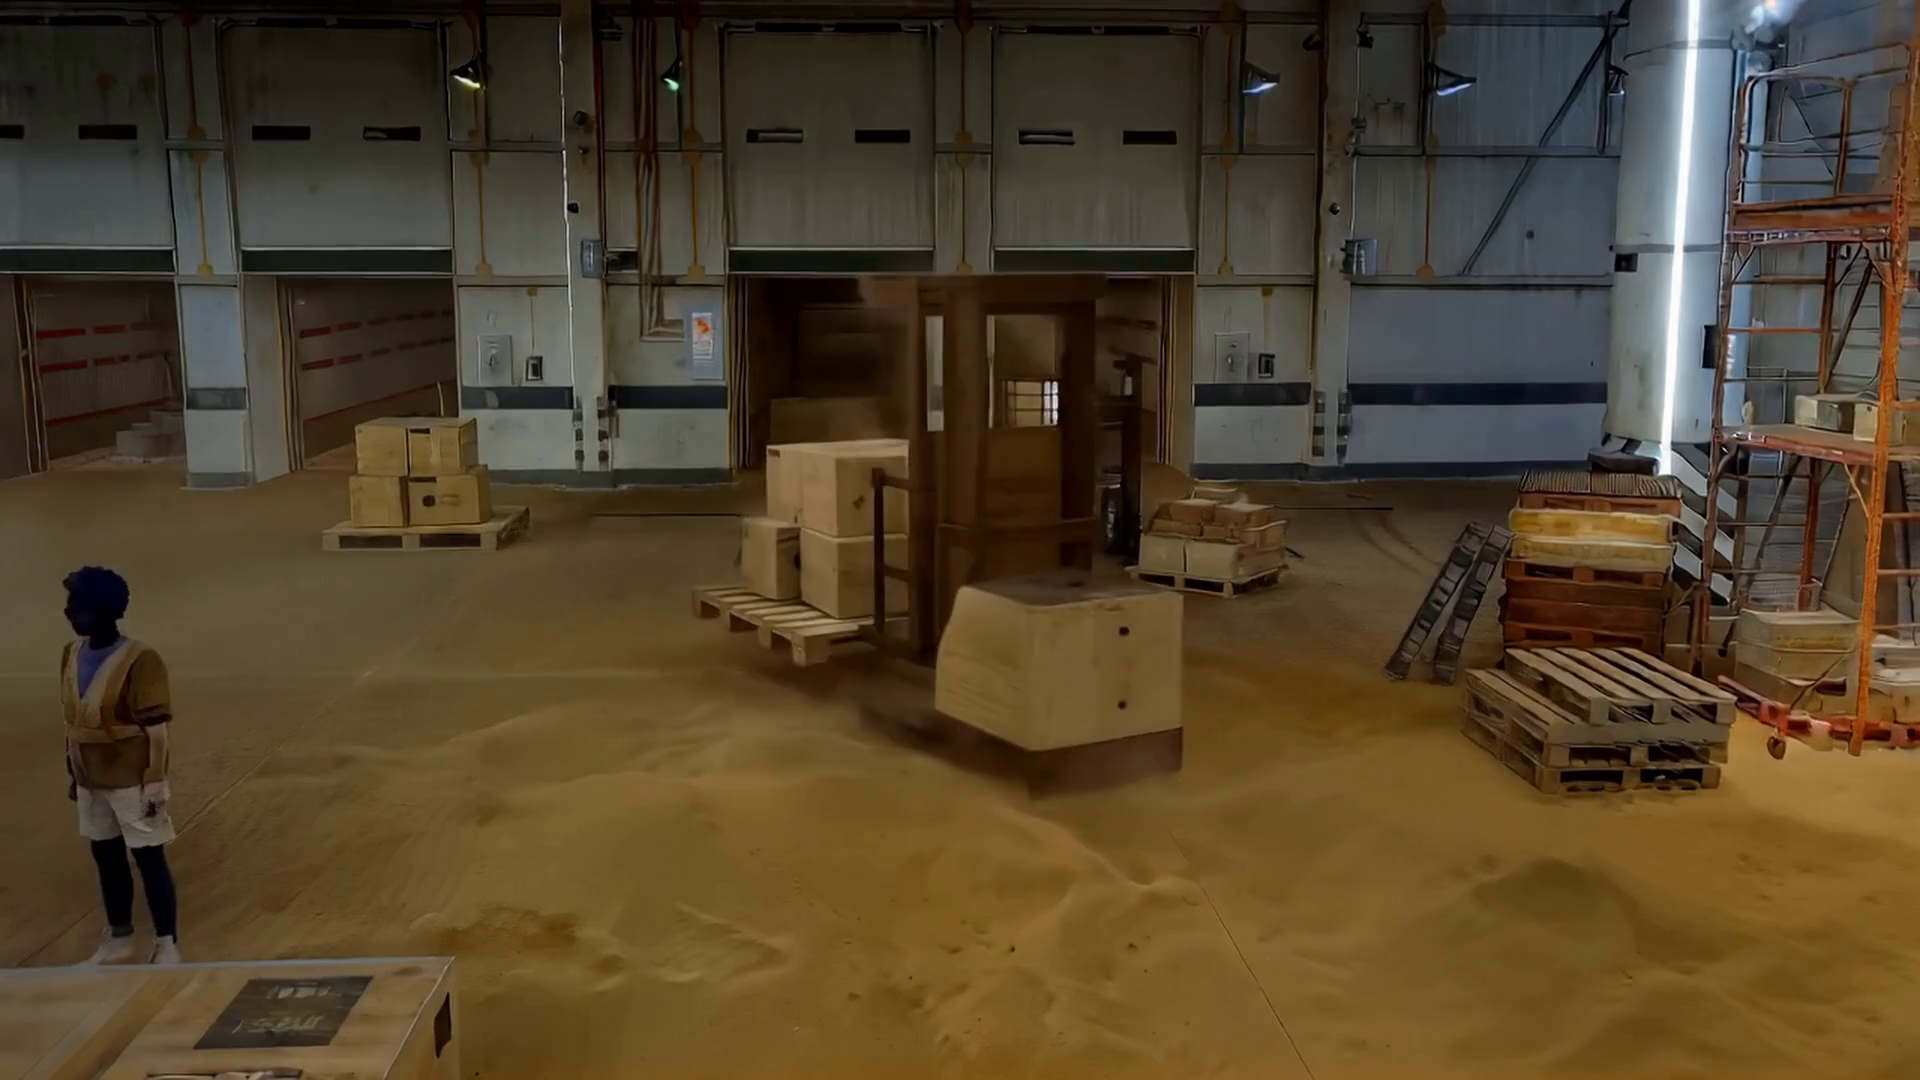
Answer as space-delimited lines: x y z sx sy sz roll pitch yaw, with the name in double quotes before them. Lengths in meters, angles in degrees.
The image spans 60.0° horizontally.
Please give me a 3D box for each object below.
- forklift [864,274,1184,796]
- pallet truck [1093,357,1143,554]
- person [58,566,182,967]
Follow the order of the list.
"forklift" 0.359 -0.135 9.597 1.129 2.768 1.873 -5 10 -30
"pallet truck" 2.088 -0.836 16.757 1.885 1.965 0.823 2 9 13
"person" -3.338 0.936 6.575 0.540 1.695 0.317 4 10 24
